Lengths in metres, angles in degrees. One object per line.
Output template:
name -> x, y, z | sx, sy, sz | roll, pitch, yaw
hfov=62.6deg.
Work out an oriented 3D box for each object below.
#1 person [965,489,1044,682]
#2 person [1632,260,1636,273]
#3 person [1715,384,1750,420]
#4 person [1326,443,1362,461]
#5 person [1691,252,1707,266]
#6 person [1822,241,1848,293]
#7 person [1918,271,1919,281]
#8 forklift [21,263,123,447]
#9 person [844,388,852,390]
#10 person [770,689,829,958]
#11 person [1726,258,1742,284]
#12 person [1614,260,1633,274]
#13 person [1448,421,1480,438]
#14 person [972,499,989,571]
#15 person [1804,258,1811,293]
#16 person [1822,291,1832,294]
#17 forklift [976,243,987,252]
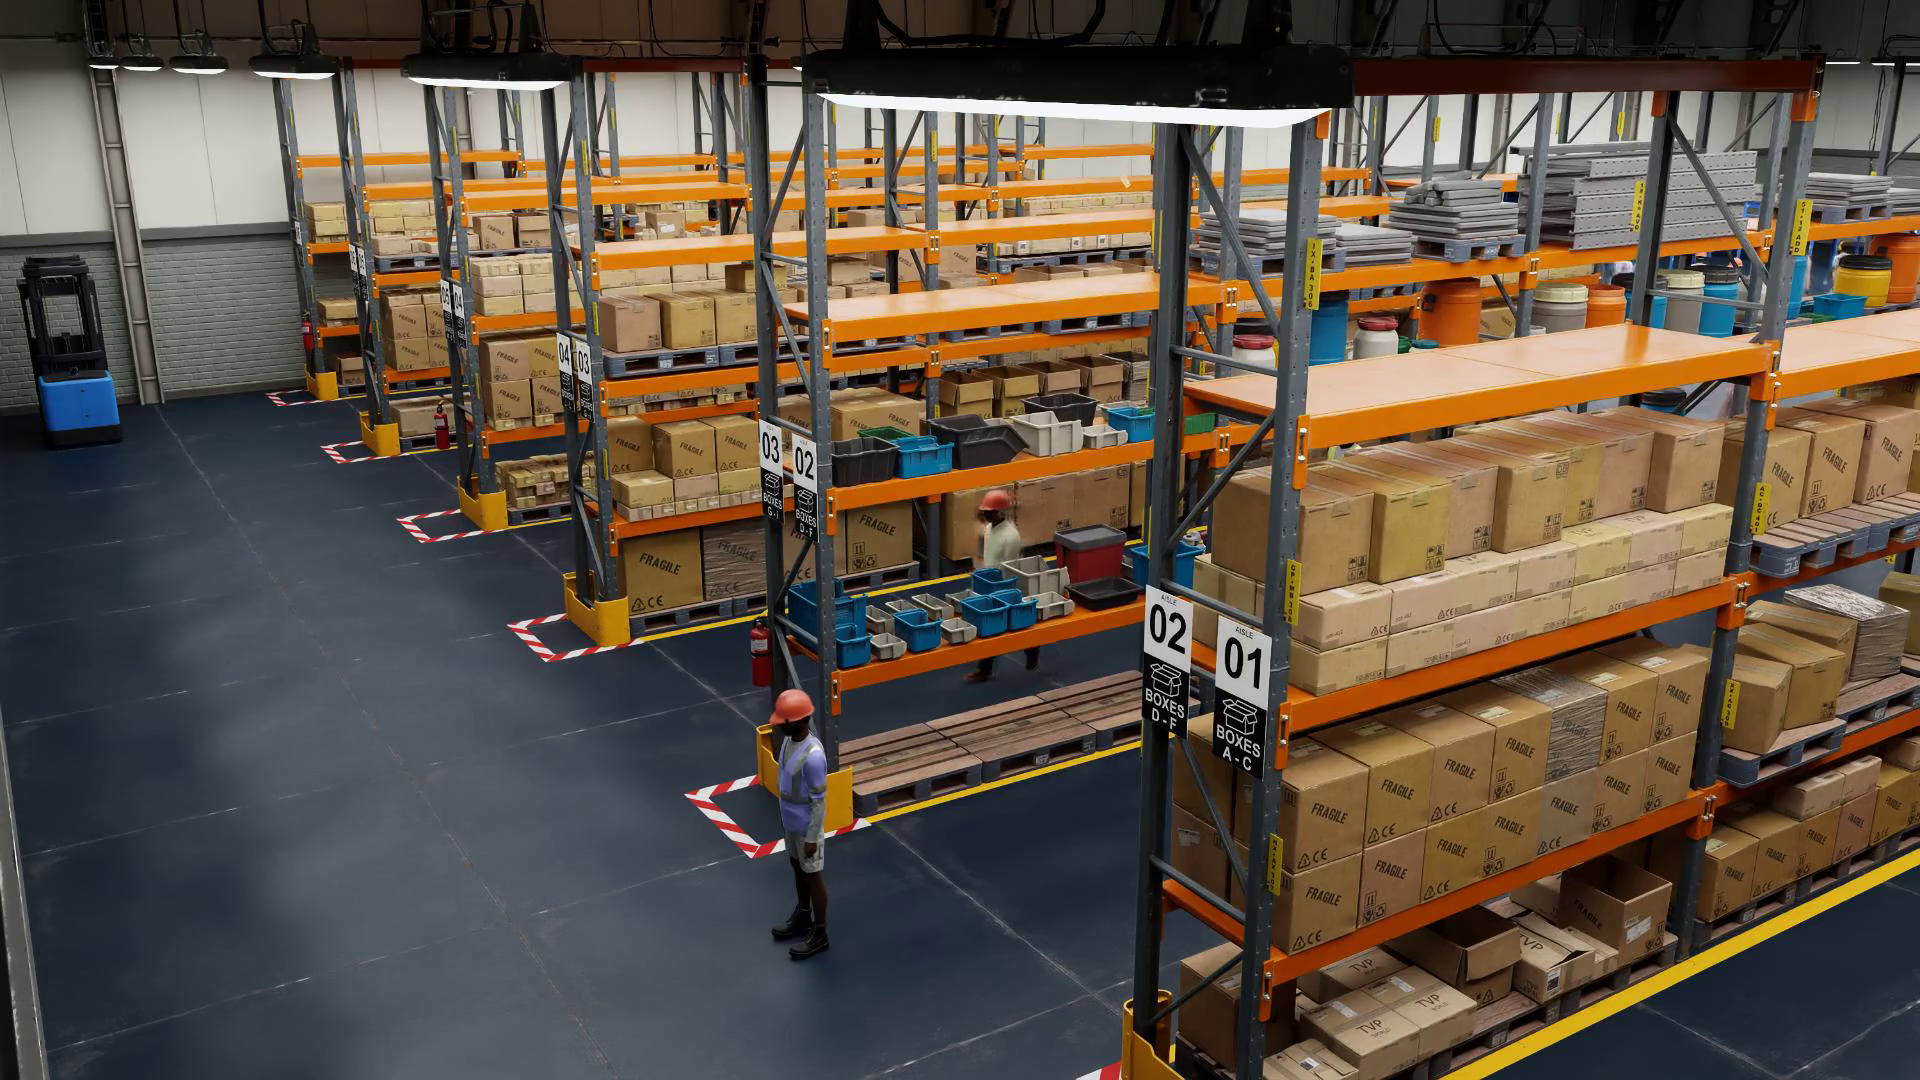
person -> 0.439, 0.445, 15.619 | 0.717, 1.971, 0.628 | -10, 19, -29
person -> 15.937, -6.020, 37.442 | 0.844, 1.597, 0.539 | 2, 17, 8
person -> 11.415, -1.795, 23.329 | 0.528, 1.751, 0.441 | -12, 20, -33
person -> 4.578, -0.511, 18.966 | 0.429, 1.846, 0.627 | -9, 19, -28
person -> 16.481, -5.538, 35.323 | 0.552, 1.922, 0.464 | 12, 20, 33
person -> 20.986, -6.214, 37.715 | 0.536, 1.826, 0.970 | -8, 19, -26
person -> 21.413, -5.358, 34.815 | 0.931, 1.876, 0.645 | -11, 20, -31
forklift -> -14.518, -3.079, 25.708 | 1.129, 2.768, 1.873 | -10, 20, -31
person -> -1.473, -1.204, 21.407 | 0.306, 1.743, 0.494 | -12, 21, -35
person -> -1.105, 1.921, 10.836 | 0.359, 1.936, 0.544 | -9, 19, -27
person -> 16.453, -5.047, 33.683 | 0.363, 1.934, 0.552 | -5, 18, -15
person -> 15.352, -5.889, 36.549 | 1.009, 1.884, 0.558 | 0, 17, -2
person -> 7.078, -1.519, 22.242 | 0.328, 1.862, 0.520 | -9, 19, -27
person -> 0.279, 0.339, 16.566 | 0.714, 1.612, 0.519 | -1, 17, -3
person -> 19.565, -5.976, 36.844 | 0.536, 1.879, 0.652 | -3, 17, -11
person -> 16.092, -3.810, 29.856 | 0.741, 1.814, 0.569 | 6, 18, 19
forklift -> 0.988, -5.474, 34.718 | 1.214, 2.155, 2.313 | -10, 20, -31
